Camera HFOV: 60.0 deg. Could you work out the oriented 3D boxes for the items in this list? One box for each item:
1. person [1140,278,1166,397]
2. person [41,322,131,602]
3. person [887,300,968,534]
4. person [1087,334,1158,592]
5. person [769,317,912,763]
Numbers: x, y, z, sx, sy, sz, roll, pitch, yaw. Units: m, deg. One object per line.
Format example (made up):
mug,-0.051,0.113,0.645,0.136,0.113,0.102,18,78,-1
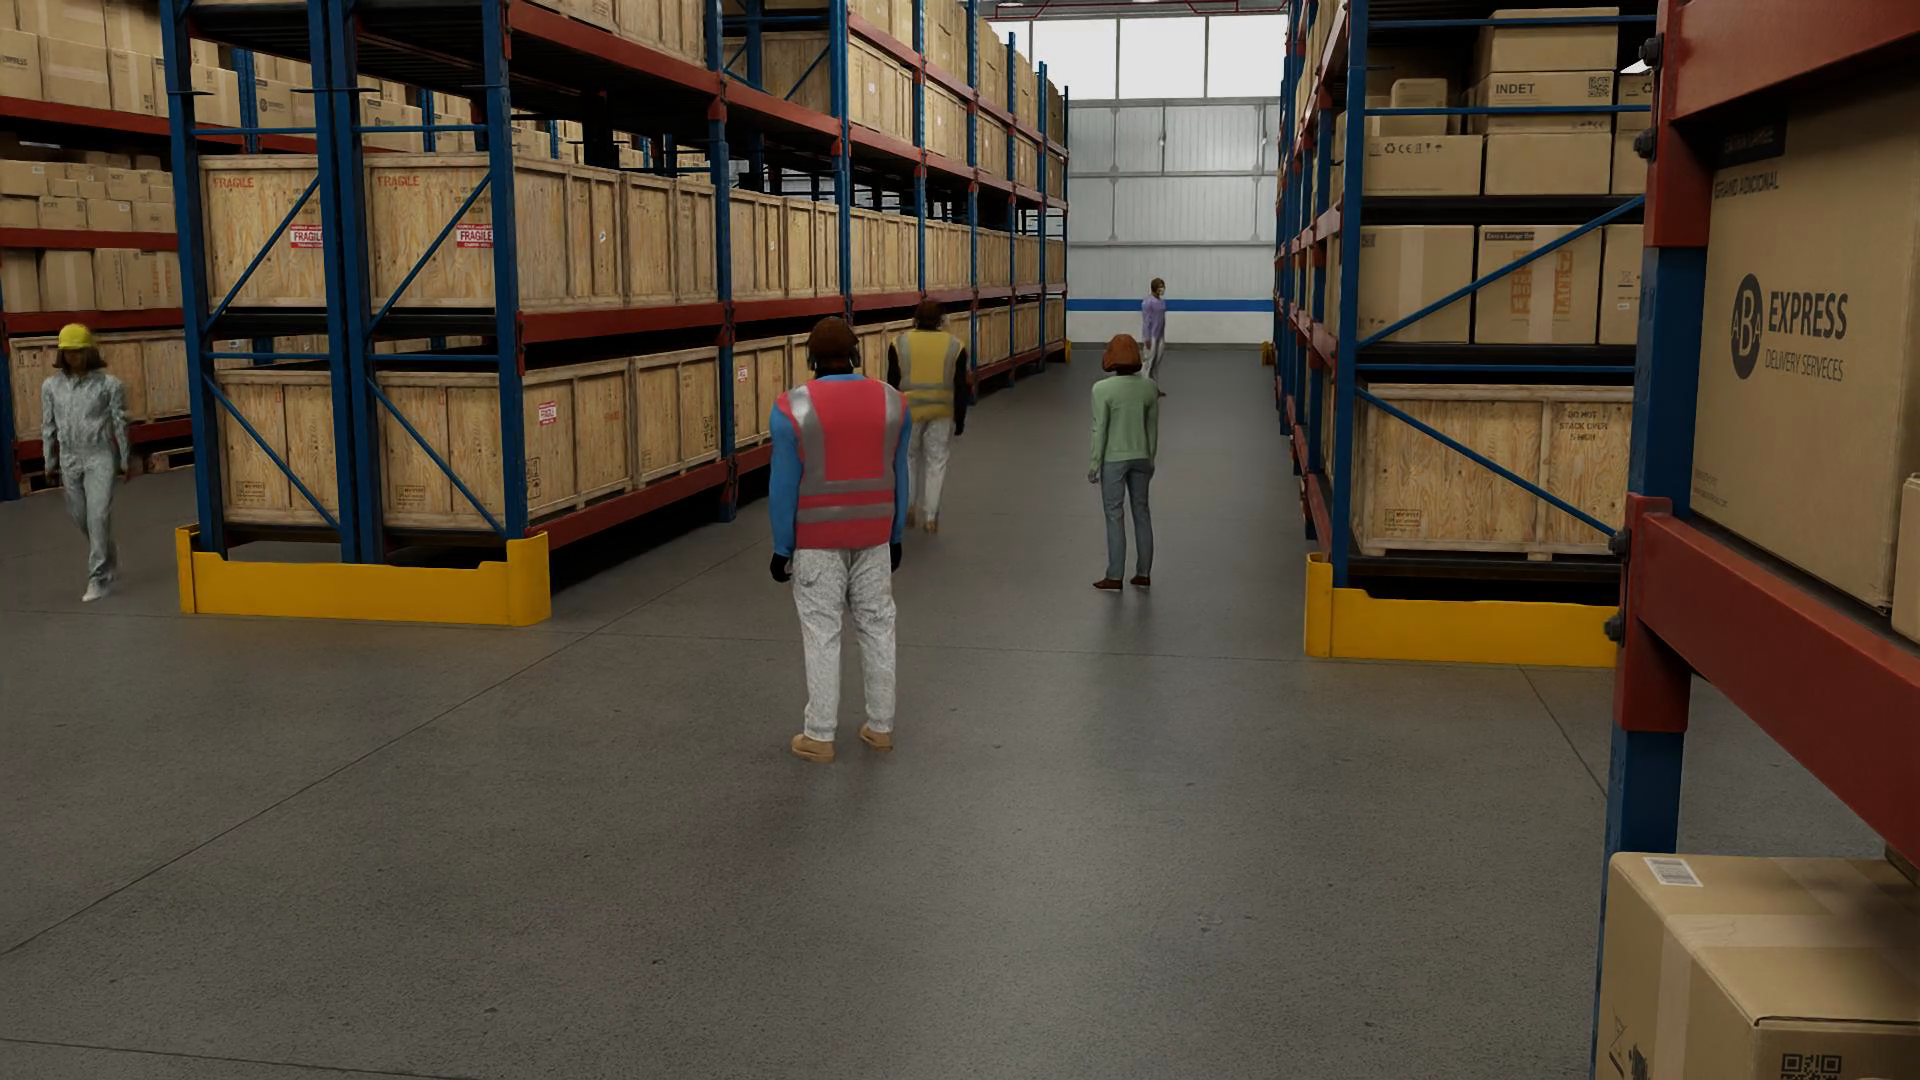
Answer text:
person,3.133,-3.261,26.873,0.364,1.932,0.634,6,11,34
person,-5.474,-0.516,10.481,0.491,1.715,0.784,-1,9,-5
person,-0.267,-0.984,13.139,0.648,1.795,0.935,-1,9,-5
person,1.034,-0.485,10.554,0.502,1.632,0.277,-5,10,-28
person,-0.508,0.002,6.900,0.624,1.841,0.430,-5,10,-27
